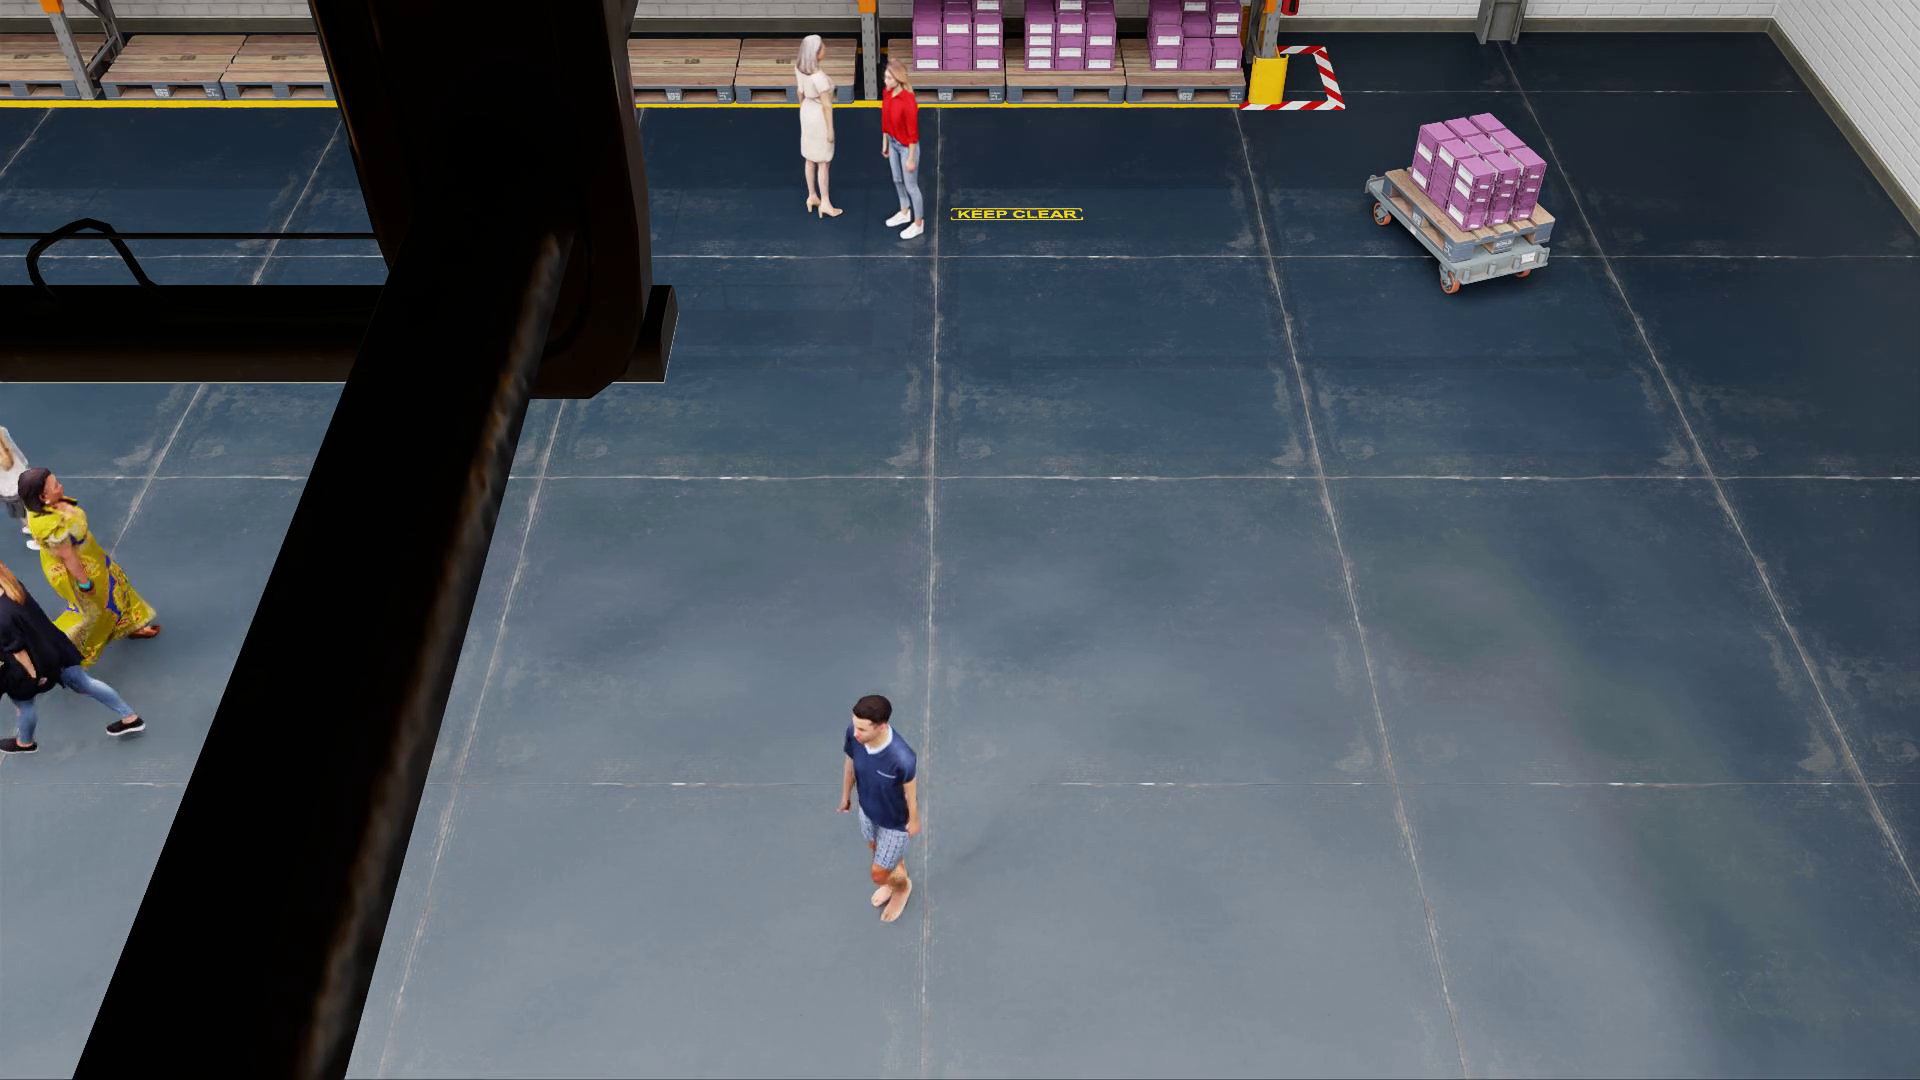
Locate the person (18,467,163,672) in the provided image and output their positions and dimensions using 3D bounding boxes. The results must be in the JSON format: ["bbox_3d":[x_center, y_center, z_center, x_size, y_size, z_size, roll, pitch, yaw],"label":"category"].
[{"bbox_3d":[-5.847,0.221,10.847,1.187,1.636,1.050,-23,48,-22],"label":"person"}]

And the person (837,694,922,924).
[{"bbox_3d":[-0.362,1.459,9.407,0.763,1.830,0.827,33,52,30],"label":"person"}]

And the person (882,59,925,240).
[{"bbox_3d":[-0.499,-3.462,14.668,0.734,1.699,0.703,-27,50,-25],"label":"person"}]

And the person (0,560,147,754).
[{"bbox_3d":[-5.616,0.719,10.331,1.121,1.628,0.668,-5,44,-5],"label":"person"}]

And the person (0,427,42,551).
[{"bbox_3d":[-6.689,-0.418,11.784,0.622,1.269,0.573,7,44,7],"label":"person"}]

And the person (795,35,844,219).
[{"bbox_3d":[-1.286,-3.697,14.888,0.736,1.735,0.694,-29,51,-27],"label":"person"}]
